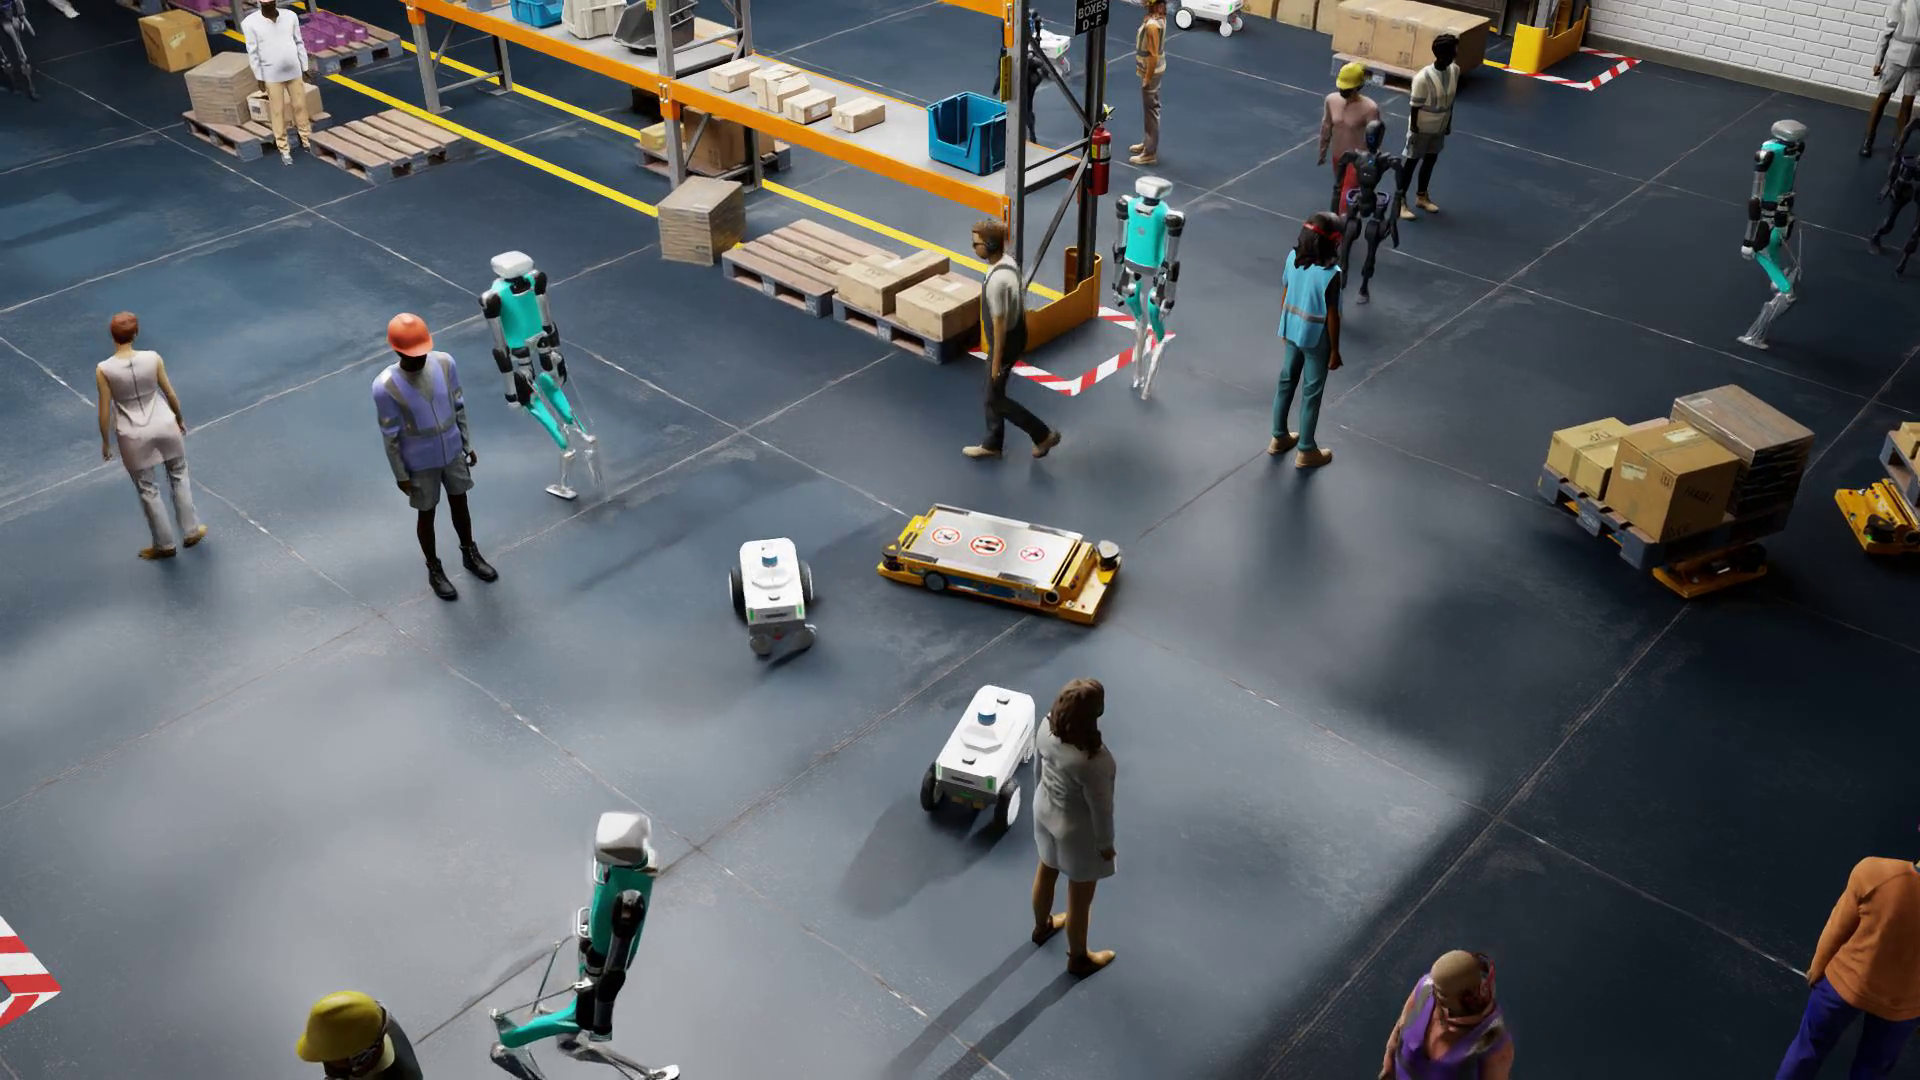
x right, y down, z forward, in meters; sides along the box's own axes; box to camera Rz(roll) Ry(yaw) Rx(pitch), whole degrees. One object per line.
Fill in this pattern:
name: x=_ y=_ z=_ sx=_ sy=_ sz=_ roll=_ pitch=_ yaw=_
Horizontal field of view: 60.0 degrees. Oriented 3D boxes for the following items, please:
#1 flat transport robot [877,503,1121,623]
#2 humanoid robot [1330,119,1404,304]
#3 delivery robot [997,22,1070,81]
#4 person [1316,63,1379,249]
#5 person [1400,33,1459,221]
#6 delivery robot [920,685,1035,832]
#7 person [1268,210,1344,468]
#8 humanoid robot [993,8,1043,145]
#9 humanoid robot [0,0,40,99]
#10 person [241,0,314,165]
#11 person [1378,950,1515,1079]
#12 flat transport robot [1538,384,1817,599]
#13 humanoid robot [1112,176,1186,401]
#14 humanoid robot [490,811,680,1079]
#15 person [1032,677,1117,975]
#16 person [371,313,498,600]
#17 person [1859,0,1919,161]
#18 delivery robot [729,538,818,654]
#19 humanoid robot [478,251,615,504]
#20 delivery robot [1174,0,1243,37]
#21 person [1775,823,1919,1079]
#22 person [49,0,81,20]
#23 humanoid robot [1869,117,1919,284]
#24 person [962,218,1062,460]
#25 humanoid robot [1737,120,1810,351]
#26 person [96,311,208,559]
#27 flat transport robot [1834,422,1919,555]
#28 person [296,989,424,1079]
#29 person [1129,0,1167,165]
flat transport robot: x=0.254 y=0.135 z=10.615 sx=1.431 sy=0.231 sz=0.659 roll=12 pitch=36 yaw=17
humanoid robot: x=3.249 y=-2.574 z=13.329 sx=0.589 sy=1.629 sz=0.747 roll=11 pitch=36 yaw=16
delivery robot: x=0.820 y=-5.418 z=18.424 sx=0.807 sy=0.613 sz=0.499 roll=14 pitch=37 yaw=20
person: x=3.302 y=-3.279 z=14.292 sx=0.771 sy=1.707 sz=0.543 roll=-28 pitch=43 yaw=-34
person: x=4.219 y=-3.719 z=14.948 sx=0.535 sy=1.692 sz=0.319 roll=-20 pitch=40 yaw=-27
delivery robot: x=0.137 y=1.141 z=8.910 sx=0.499 sy=0.600 sz=0.802 roll=13 pitch=37 yaw=17
person: x=2.390 y=-1.363 z=11.381 sx=0.391 sy=1.866 sz=0.516 roll=-23 pitch=41 yaw=-29
humanoid robot: x=0.608 y=-4.558 z=16.190 sx=0.603 sy=1.658 sz=0.373 roll=-28 pitch=43 yaw=-34
humanoid robot: x=-10.113 y=-5.448 z=17.479 sx=0.611 sy=1.632 sz=0.646 roll=-16 pitch=38 yaw=-22
person: x=-6.542 y=-4.527 z=16.060 sx=0.562 sy=1.752 sz=0.325 roll=-27 pitch=43 yaw=-33
person: x=1.912 y=2.163 z=6.444 sx=0.481 sy=1.671 sz=0.553 roll=-21 pitch=40 yaw=-27
flat transport robot: x=4.566 y=-0.133 z=11.003 sx=0.659 sy=0.231 sz=1.431 roll=-14 pitch=37 yaw=-19
humanoid robot: x=1.438 y=-1.859 z=12.232 sx=0.560 sy=1.807 sz=0.732 roll=22 pitch=40 yaw=28
humanoid robot: x=-1.642 y=1.848 z=6.866 sx=0.939 sy=1.737 sz=0.540 roll=-5 pitch=35 yaw=-8
person: x=0.532 y=1.304 z=7.694 sx=0.343 sy=1.659 sz=0.488 roll=-22 pitch=40 yaw=-28
person: x=-3.192 y=-0.514 z=10.099 sx=0.386 sy=1.929 sz=0.542 roll=28 pitch=43 yaw=34
person: x=9.145 y=-4.634 z=16.074 sx=0.547 sy=1.923 sz=0.385 roll=15 pitch=37 yaw=20
delivery robot: x=-1.127 y=0.308 z=10.105 sx=0.525 sy=0.587 sz=0.741 roll=-6 pitch=35 yaw=-8
humanoid robot: x=-2.646 y=-0.953 z=10.992 sx=0.823 sy=1.878 sz=0.548 roll=19 pitch=39 yaw=25
delivery robot: x=2.962 y=-6.318 z=19.709 sx=0.774 sy=0.592 sz=0.499 roll=22 pitch=40 yaw=28
person: x=3.715 y=1.792 z=6.719 sx=0.516 sy=1.974 sz=0.398 roll=20 pitch=39 yaw=26
person: x=-10.863 y=-7.176 z=19.792 sx=0.932 sy=1.864 sz=0.667 roll=21 pitch=40 yaw=27
humanoid robot: x=8.090 y=-3.059 z=14.028 sx=0.590 sy=1.634 sz=0.696 roll=6 pitch=35 yaw=8
person: x=0.363 y=-1.323 z=11.377 sx=0.635 sy=1.811 sz=0.559 roll=2 pitch=35 yaw=3
humanoid robot: x=6.406 y=-2.257 z=12.896 sx=0.541 sy=1.875 sz=0.800 roll=-21 pitch=40 yaw=-28
person: x=-5.177 y=-0.643 z=10.536 sx=0.543 sy=1.642 sz=0.306 roll=-25 pitch=42 yaw=-31
flat transport robot: x=6.642 y=-0.121 z=10.985 sx=1.431 sy=0.231 sz=0.659 roll=4 pitch=35 yaw=5
person: x=-2.100 y=2.290 z=6.118 sx=0.403 sy=1.832 sz=0.585 roll=-18 pitch=38 yaw=-24
person: x=1.814 y=-4.503 z=16.004 sx=0.322 sy=1.778 sz=0.470 roll=6 pitch=35 yaw=8
